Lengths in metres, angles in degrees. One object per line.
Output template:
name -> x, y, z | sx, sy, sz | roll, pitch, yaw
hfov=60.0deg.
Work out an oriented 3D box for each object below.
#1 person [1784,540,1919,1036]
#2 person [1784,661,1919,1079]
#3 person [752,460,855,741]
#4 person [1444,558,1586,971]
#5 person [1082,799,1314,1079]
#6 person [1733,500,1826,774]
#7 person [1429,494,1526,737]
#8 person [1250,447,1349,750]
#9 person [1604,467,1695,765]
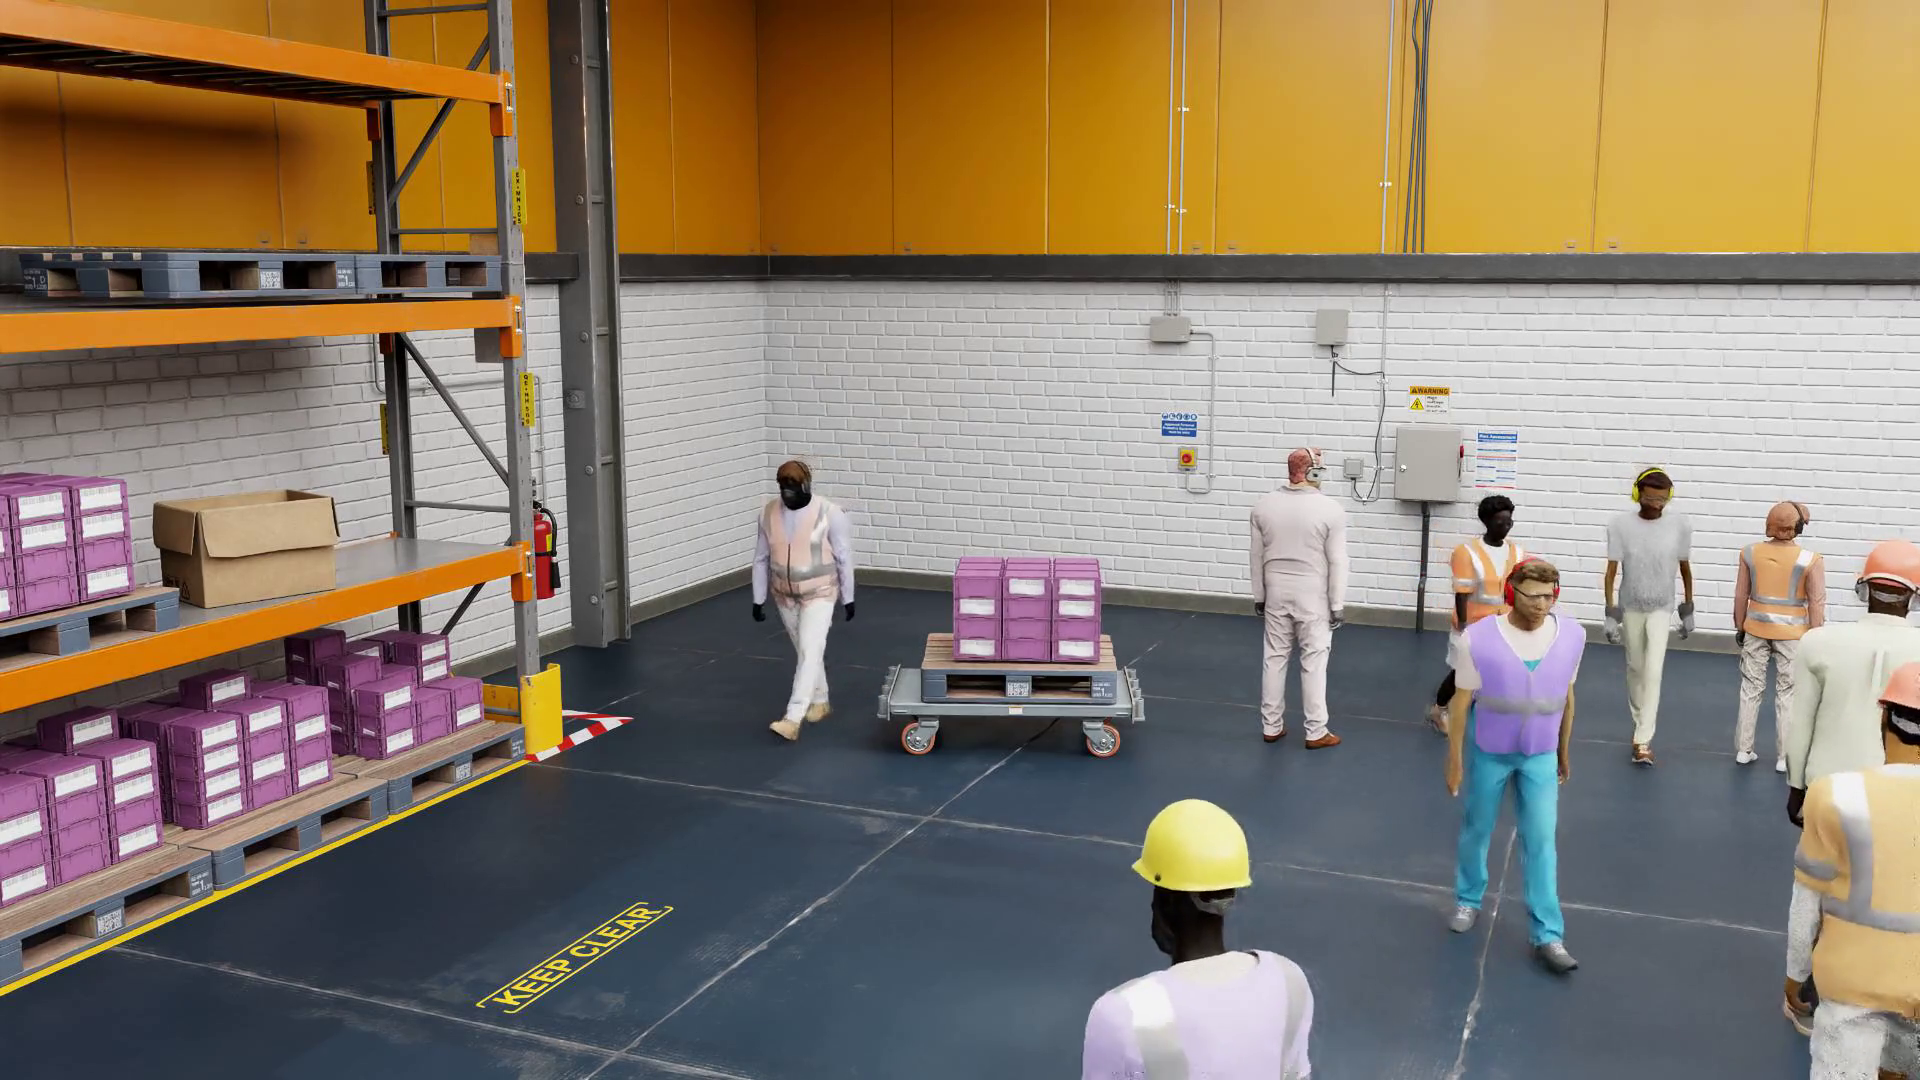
person -> 3.585, 0.985, 6.554 | 0.615, 1.969, 0.519 | 5, 11, 30
person -> 2.744, 1.287, 4.947 | 0.532, 1.884, 0.791 | 1, 9, 8
person -> -1.044, 0.377, 10.770 | 0.644, 1.788, 0.965 | 4, 10, 23
person -> 2.438, 0.954, 7.310 | 0.595, 1.788, 0.809 | 0, 9, -2
person -> 0.526, 1.505, 3.606 | 0.592, 1.900, 0.813 | -7, 12, -37
person -> 4.903, 0.580, 9.982 | 0.306, 1.639, 0.524 | -8, 12, -39
person -> 3.231, 0.514, 10.362 | 0.537, 1.655, 0.846 | -2, 10, -14
person -> 2.150, 0.362, 10.508 | 0.642, 1.905, 0.399 | 7, 12, 36
person -> 4.220, 0.458, 10.185 | 0.529, 1.811, 0.930 | 4, 10, 24
